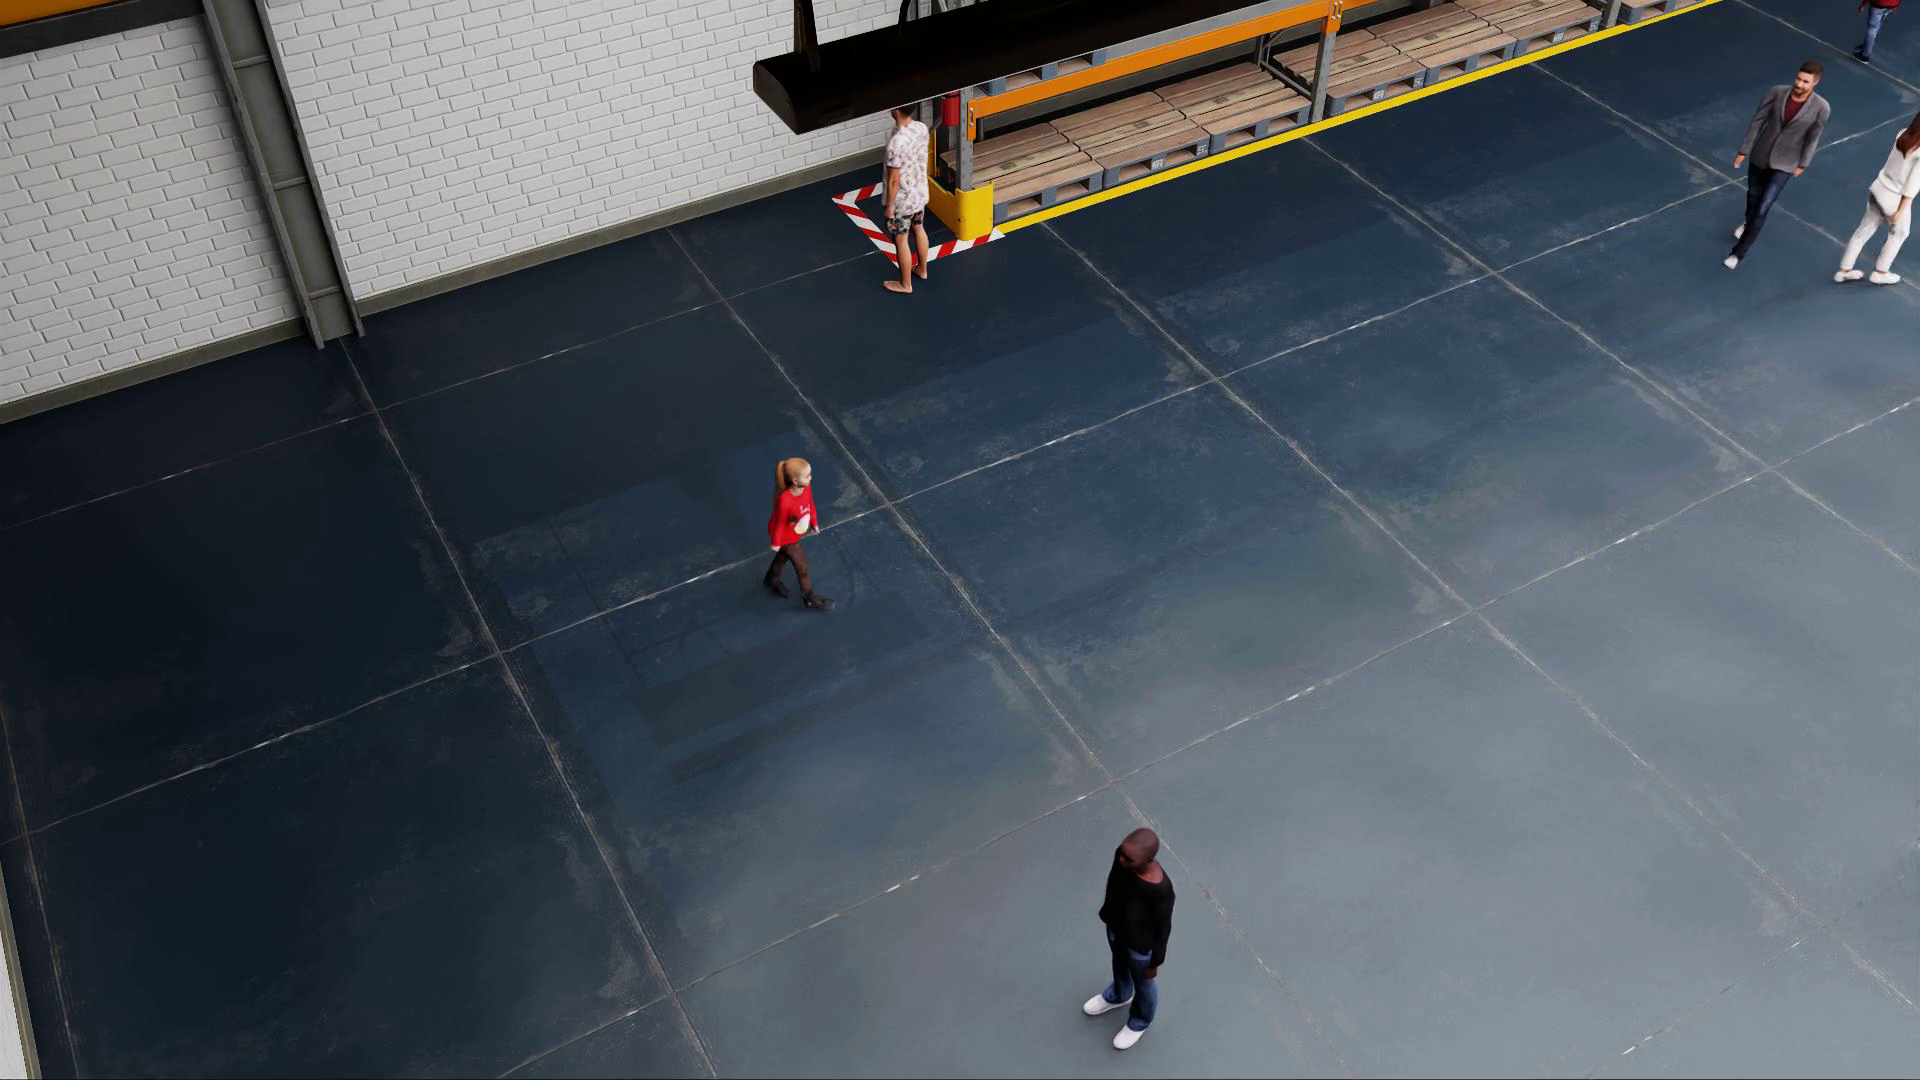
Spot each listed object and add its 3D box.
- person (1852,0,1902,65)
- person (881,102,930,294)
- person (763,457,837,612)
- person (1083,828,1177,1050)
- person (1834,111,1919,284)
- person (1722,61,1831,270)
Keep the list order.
[{"bbox_3d":[9.405,-5.428,16.868,0.548,1.247,0.639,-9,44,-10],"label":"person"},{"bbox_3d":[-0.441,-2.889,13.791,0.807,1.815,0.659,25,49,24],"label":"person"},{"bbox_3d":[-1.205,-0.055,11.221,0.845,1.258,0.811,18,47,18],"label":"person"},{"bbox_3d":[0.918,2.040,8.665,0.540,1.748,0.593,-24,49,-23],"label":"person"},{"bbox_3d":[7.694,-2.849,13.852,0.816,1.673,0.708,-11,45,-11],"label":"person"},{"bbox_3d":[6.953,-3.256,14.174,0.931,1.818,1.282,34,53,30],"label":"person"}]
